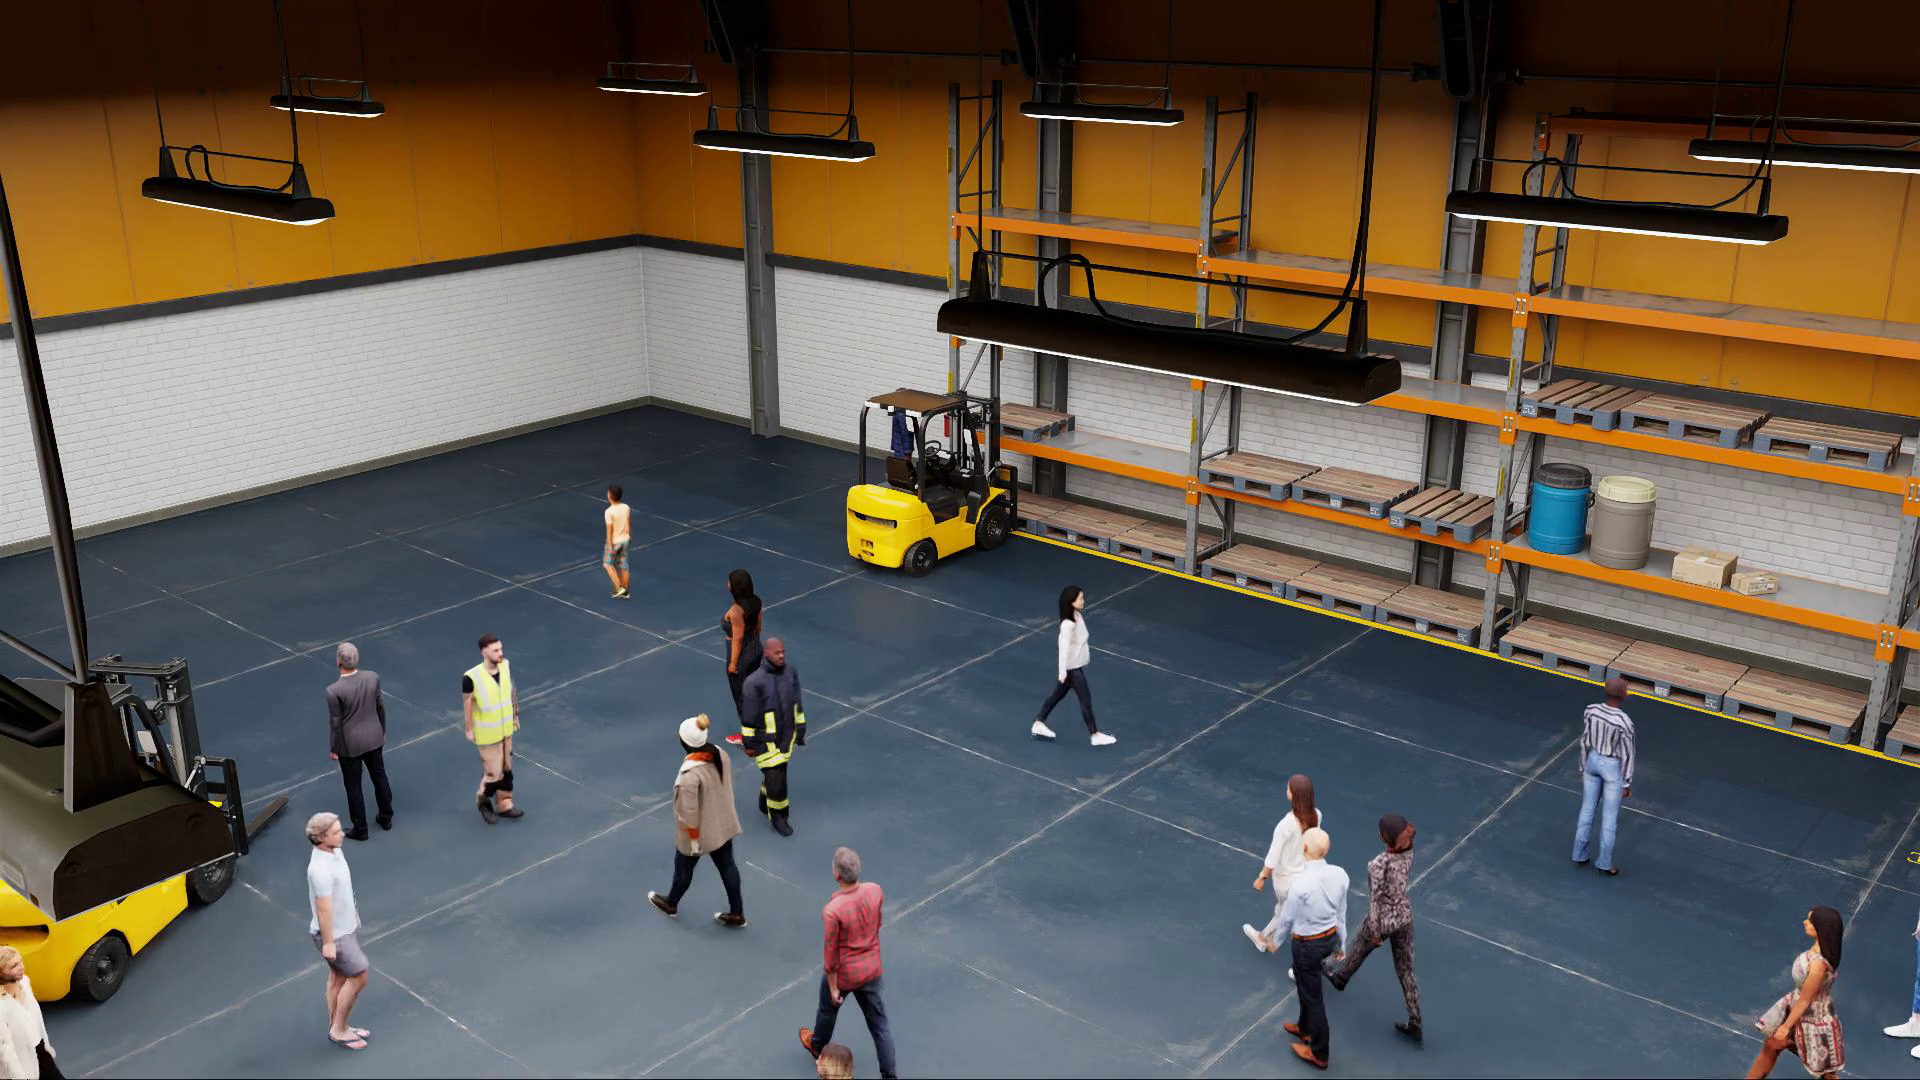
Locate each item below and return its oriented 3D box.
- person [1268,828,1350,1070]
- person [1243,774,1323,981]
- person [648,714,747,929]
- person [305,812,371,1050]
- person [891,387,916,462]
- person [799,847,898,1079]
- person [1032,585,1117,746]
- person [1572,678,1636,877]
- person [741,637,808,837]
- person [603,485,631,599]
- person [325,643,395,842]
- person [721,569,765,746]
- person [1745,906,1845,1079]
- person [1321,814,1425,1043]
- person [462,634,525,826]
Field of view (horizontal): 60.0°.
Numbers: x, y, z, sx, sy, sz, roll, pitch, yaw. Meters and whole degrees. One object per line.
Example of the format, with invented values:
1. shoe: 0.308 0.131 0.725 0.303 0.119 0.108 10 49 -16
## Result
1. person: 2.503 2.881 11.535 0.736 1.766 0.821 -12 22 -32
2. person: 2.587 2.598 12.555 0.695 1.652 1.051 -17 25 -41
3. person: -1.942 2.262 13.226 1.094 1.859 0.762 12 22 31
4. person: -4.507 2.775 11.762 0.861 1.821 0.779 -4 19 -11
5. person: -0.820 -1.316 23.917 0.820 1.817 0.743 -3 19 -9
6. person: -0.653 2.970 11.253 0.919 1.777 1.297 -13 22 -33
7. person: 1.021 1.258 16.525 1.184 1.656 0.958 4 19 13
8. person: 5.471 1.997 14.113 0.728 1.796 0.542 -13 23 -34
9. person: -1.739 1.701 14.979 0.803 1.803 0.907 -17 25 -41
10. person: -4.168 0.040 20.464 0.593 1.451 0.544 17 25 41
11. person: -5.330 1.763 14.736 0.580 1.842 0.710 15 23 37
12. person: -2.153 1.148 16.602 0.720 1.816 0.754 7 20 21
13. person: 5.656 3.188 10.885 1.169 1.599 0.804 9 21 25
14. person: 3.141 2.805 11.930 0.879 1.658 1.258 -10 21 -26
15. person: -4.251 1.684 14.986 0.736 1.832 0.740 12 22 31
